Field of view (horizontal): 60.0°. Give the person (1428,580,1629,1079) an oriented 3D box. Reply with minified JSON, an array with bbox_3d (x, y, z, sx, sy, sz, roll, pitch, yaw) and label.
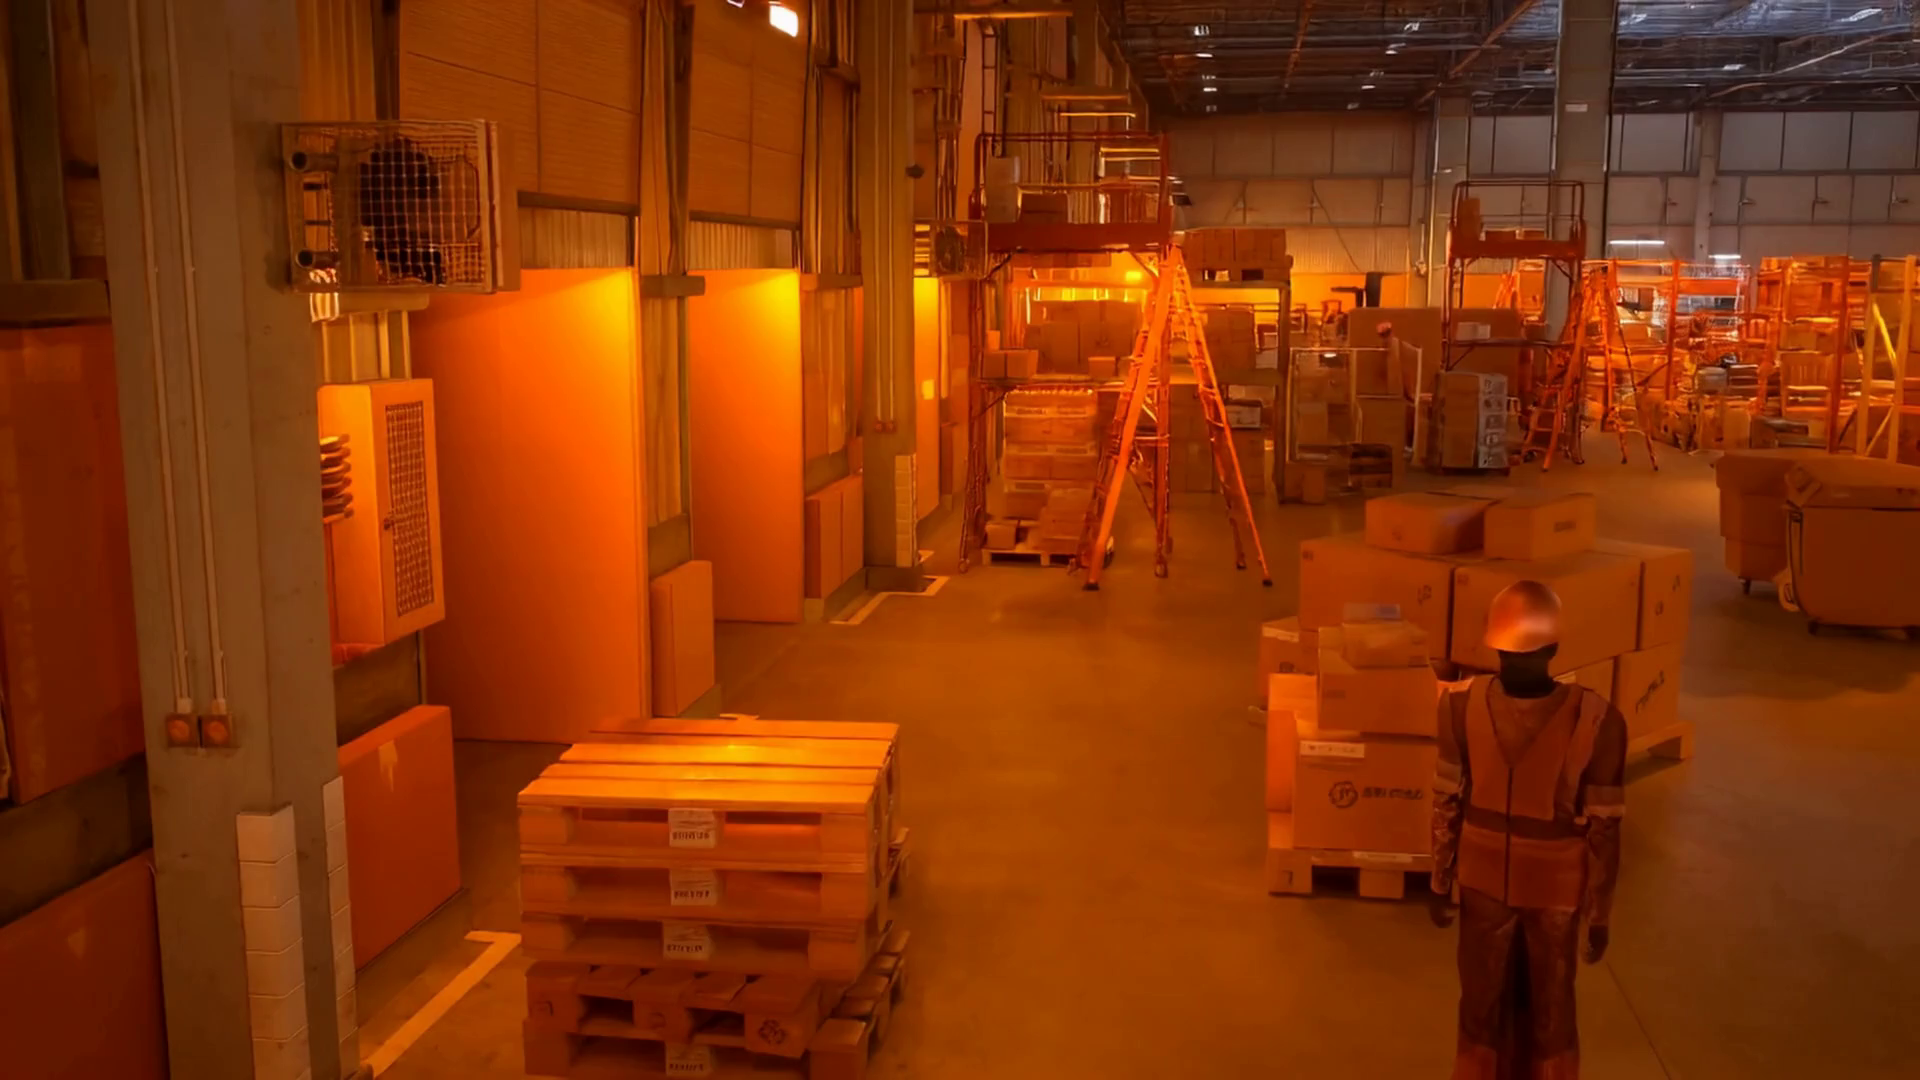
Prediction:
[{"bbox_3d":[1.734,1.065,5.166,0.588,1.919,0.396,7,11,36],"label":"person"}]

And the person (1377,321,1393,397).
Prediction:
[{"bbox_3d":[8.178,-3.166,31.317,0.574,1.907,0.708,-8,12,-41],"label":"person"}]

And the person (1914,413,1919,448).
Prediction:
[{"bbox_3d":[15.569,-2.334,26.689,0.321,1.736,0.485,5,11,30],"label":"person"}]

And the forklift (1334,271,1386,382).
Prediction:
[{"bbox_3d":[10.436,-5.400,42.069,1.873,2.768,1.129,1,9,9],"label":"forklift"}]

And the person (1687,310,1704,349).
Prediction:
[{"bbox_3d":[21.871,-6.007,49.487,0.530,1.689,0.322,-3,10,-17],"label":"person"}]

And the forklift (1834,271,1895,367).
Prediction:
[{"bbox_3d":[26.360,-6.328,47.795,1.873,2.768,1.129,1,9,6],"label":"forklift"}]

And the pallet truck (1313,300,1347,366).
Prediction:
[{"bbox_3d":[11.159,-6.200,49.718,0.823,1.965,1.885,4,10,26],"label":"pallet truck"}]
